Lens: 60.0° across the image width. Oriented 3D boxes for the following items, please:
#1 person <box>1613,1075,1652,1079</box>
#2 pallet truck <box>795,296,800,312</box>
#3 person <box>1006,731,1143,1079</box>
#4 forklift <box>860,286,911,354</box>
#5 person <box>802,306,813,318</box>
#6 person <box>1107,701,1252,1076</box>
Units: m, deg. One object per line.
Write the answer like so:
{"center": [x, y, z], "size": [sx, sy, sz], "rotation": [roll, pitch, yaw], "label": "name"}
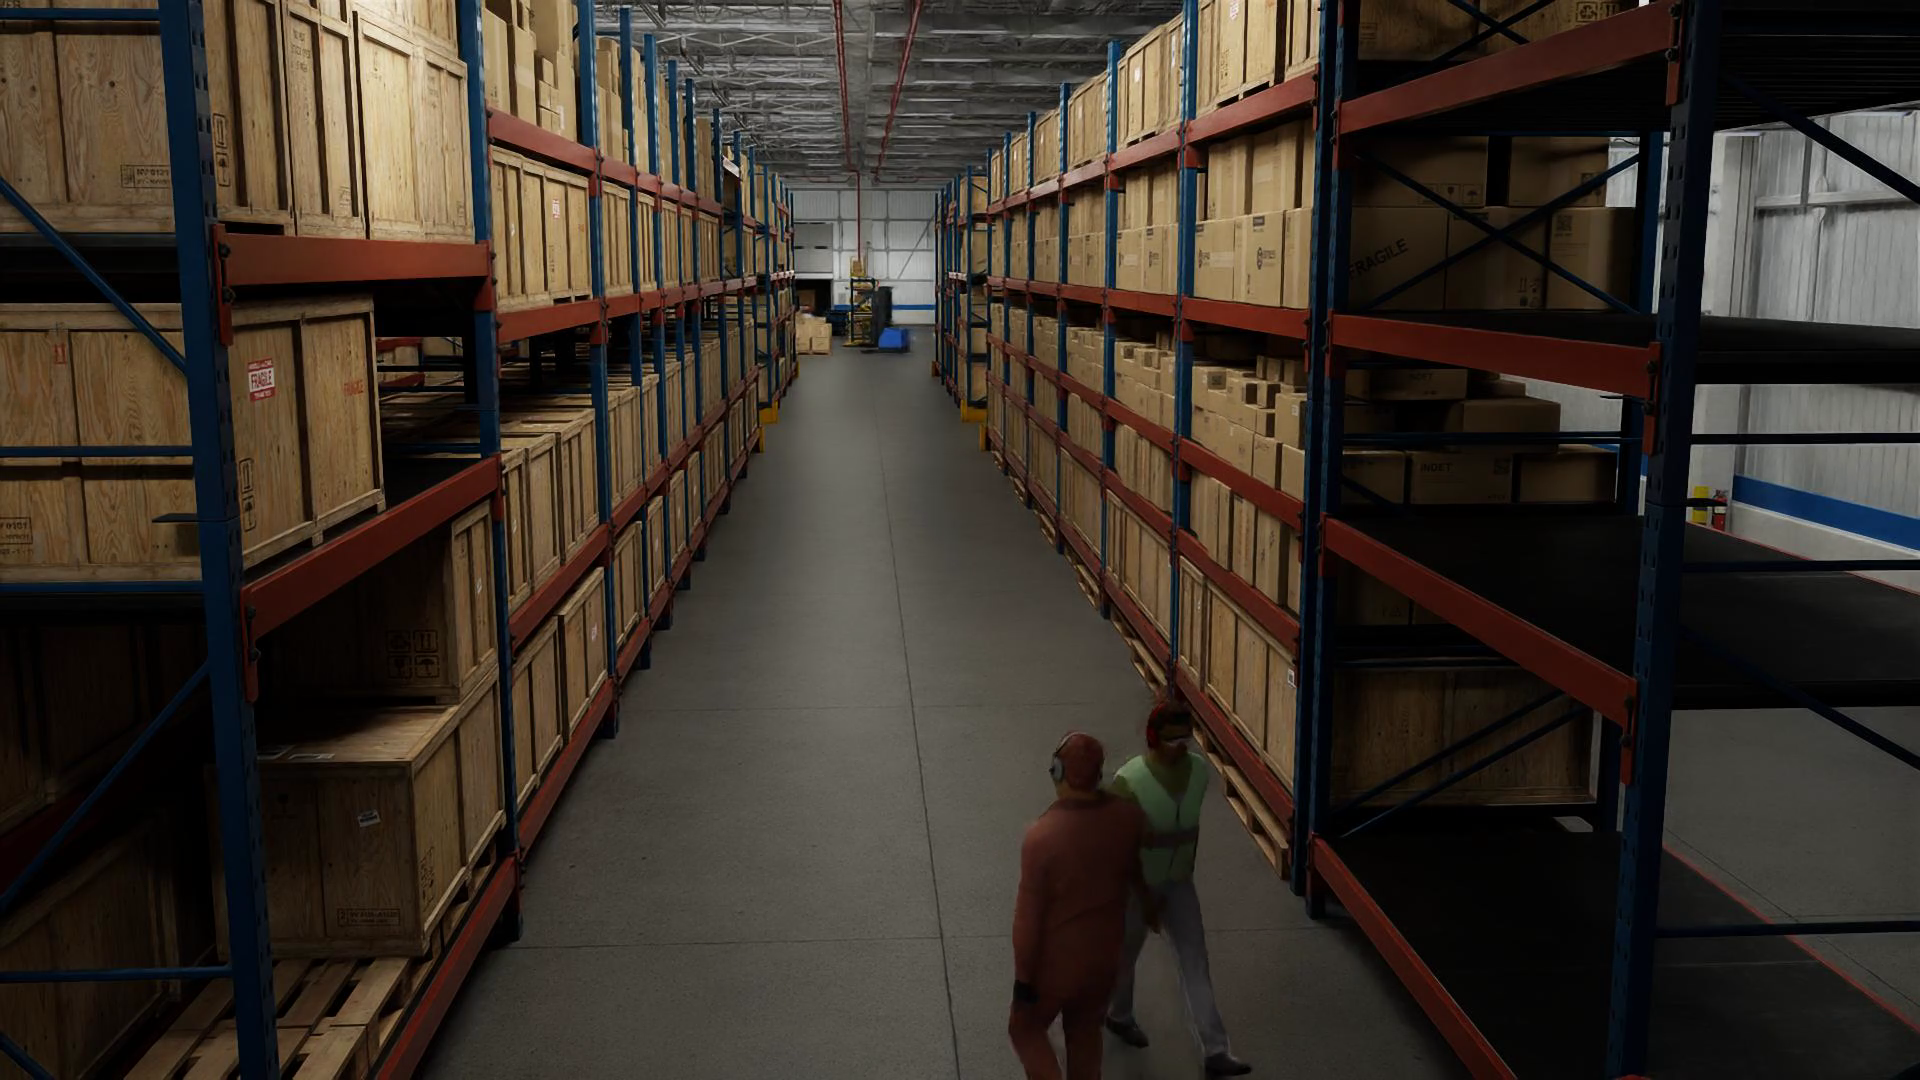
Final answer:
{"center": [1.717, 2.257, 4.425], "size": [0.798, 1.716, 0.586], "rotation": [-4, 10, -23], "label": "person"}
{"center": [-8.622, -12.439, 91.403], "size": [1.885, 1.965, 0.823], "rotation": [2, 10, 13], "label": "pallet truck"}
{"center": [0.463, 1.739, 7.059], "size": [0.656, 1.884, 0.422], "rotation": [-7, 12, -34], "label": "person"}
{"center": [-3.090, -9.148, 69.113], "size": [1.873, 2.768, 1.129], "rotation": [3, 10, 19], "label": "forklift"}
{"center": [-6.705, -9.373, 73.364], "size": [0.546, 1.912, 0.754], "rotation": [-4, 10, -24], "label": "person"}
{"center": [0.987, 1.646, 7.894], "size": [0.570, 1.786, 0.971], "rotation": [-5, 11, -30], "label": "person"}
